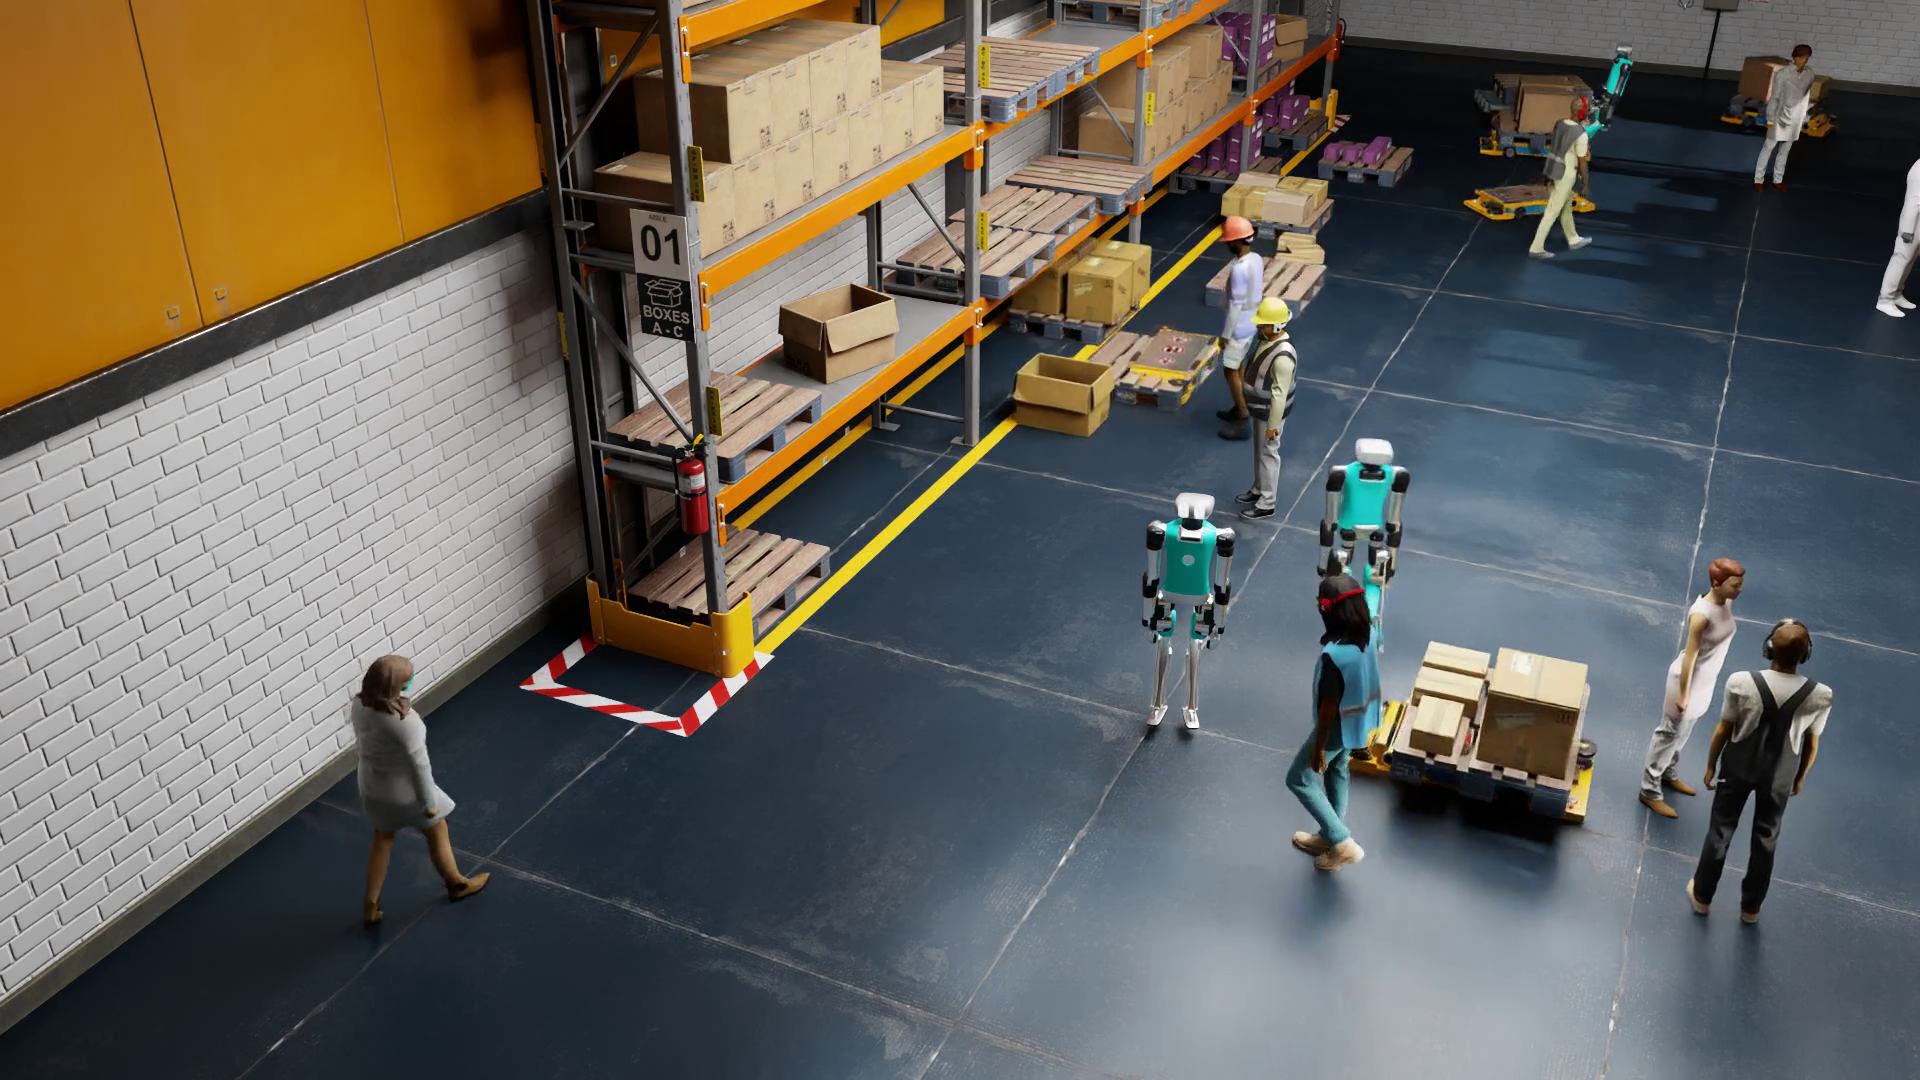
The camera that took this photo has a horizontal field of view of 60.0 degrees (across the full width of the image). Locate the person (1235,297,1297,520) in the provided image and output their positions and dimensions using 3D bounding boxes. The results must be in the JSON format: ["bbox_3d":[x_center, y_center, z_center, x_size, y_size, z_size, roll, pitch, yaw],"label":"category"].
[{"bbox_3d":[2.399,-1.036,13.017,0.403,1.825,0.589,-1,28,-2],"label":"person"}]

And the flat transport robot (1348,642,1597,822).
[{"bbox_3d":[3.143,1.327,10.268,1.431,0.231,0.659,12,30,21],"label":"flat transport robot"}]

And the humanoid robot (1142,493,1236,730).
[{"bbox_3d":[1.405,0.376,10.344,0.533,1.677,0.735,5,29,9],"label":"humanoid robot"}]

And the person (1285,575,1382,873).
[{"bbox_3d":[2.100,1.044,9.122,0.491,1.849,0.581,21,35,34],"label":"person"}]

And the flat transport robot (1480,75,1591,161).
[{"bbox_3d":[7.851,-5.388,22.719,1.431,0.231,0.659,8,29,14],"label":"flat transport robot"}]

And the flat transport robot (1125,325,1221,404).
[{"bbox_3d":[2.008,-1.681,15.846,0.659,0.231,1.431,10,30,19],"label":"flat transport robot"}]

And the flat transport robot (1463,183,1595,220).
[{"bbox_3d":[6.999,-4.159,20.440,1.431,0.231,0.659,-8,29,-14],"label":"flat transport robot"}]

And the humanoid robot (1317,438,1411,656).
[{"bbox_3d":[2.598,0.268,10.676,0.539,1.757,0.745,-1,28,-2],"label":"humanoid robot"}]

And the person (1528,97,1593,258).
[{"bbox_3d":[6.874,-4.045,18.607,0.872,1.802,0.578,-4,29,-8],"label":"person"}]

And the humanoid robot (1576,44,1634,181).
[{"bbox_3d":[8.056,-5.403,21.282,0.807,1.843,0.530,4,29,7],"label":"humanoid robot"}]

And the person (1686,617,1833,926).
[{"bbox_3d":[4.206,1.232,8.791,0.502,1.842,0.345,10,30,18],"label":"person"}]

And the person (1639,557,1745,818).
[{"bbox_3d":[4.295,0.836,9.708,0.282,1.659,0.445,25,37,38],"label":"person"}]

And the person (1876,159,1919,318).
[{"bbox_3d":[9.837,-3.247,17.028,0.405,1.904,0.650,25,37,38],"label":"person"}]

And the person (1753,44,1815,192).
[{"bbox_3d":[10.376,-5.294,20.901,0.503,1.833,0.367,-1,28,-2],"label":"person"}]

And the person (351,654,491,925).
[{"bbox_3d":[-2.975,1.315,8.845,0.519,1.643,0.640,12,31,22],"label":"person"}]

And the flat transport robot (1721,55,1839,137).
[{"bbox_3d":[11.827,-6.075,23.993,1.431,0.231,0.659,22,35,35],"label":"flat transport robot"}]

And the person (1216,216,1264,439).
[{"bbox_3d":[2.440,-1.836,14.403,0.541,1.908,0.693,13,31,22],"label":"person"}]
